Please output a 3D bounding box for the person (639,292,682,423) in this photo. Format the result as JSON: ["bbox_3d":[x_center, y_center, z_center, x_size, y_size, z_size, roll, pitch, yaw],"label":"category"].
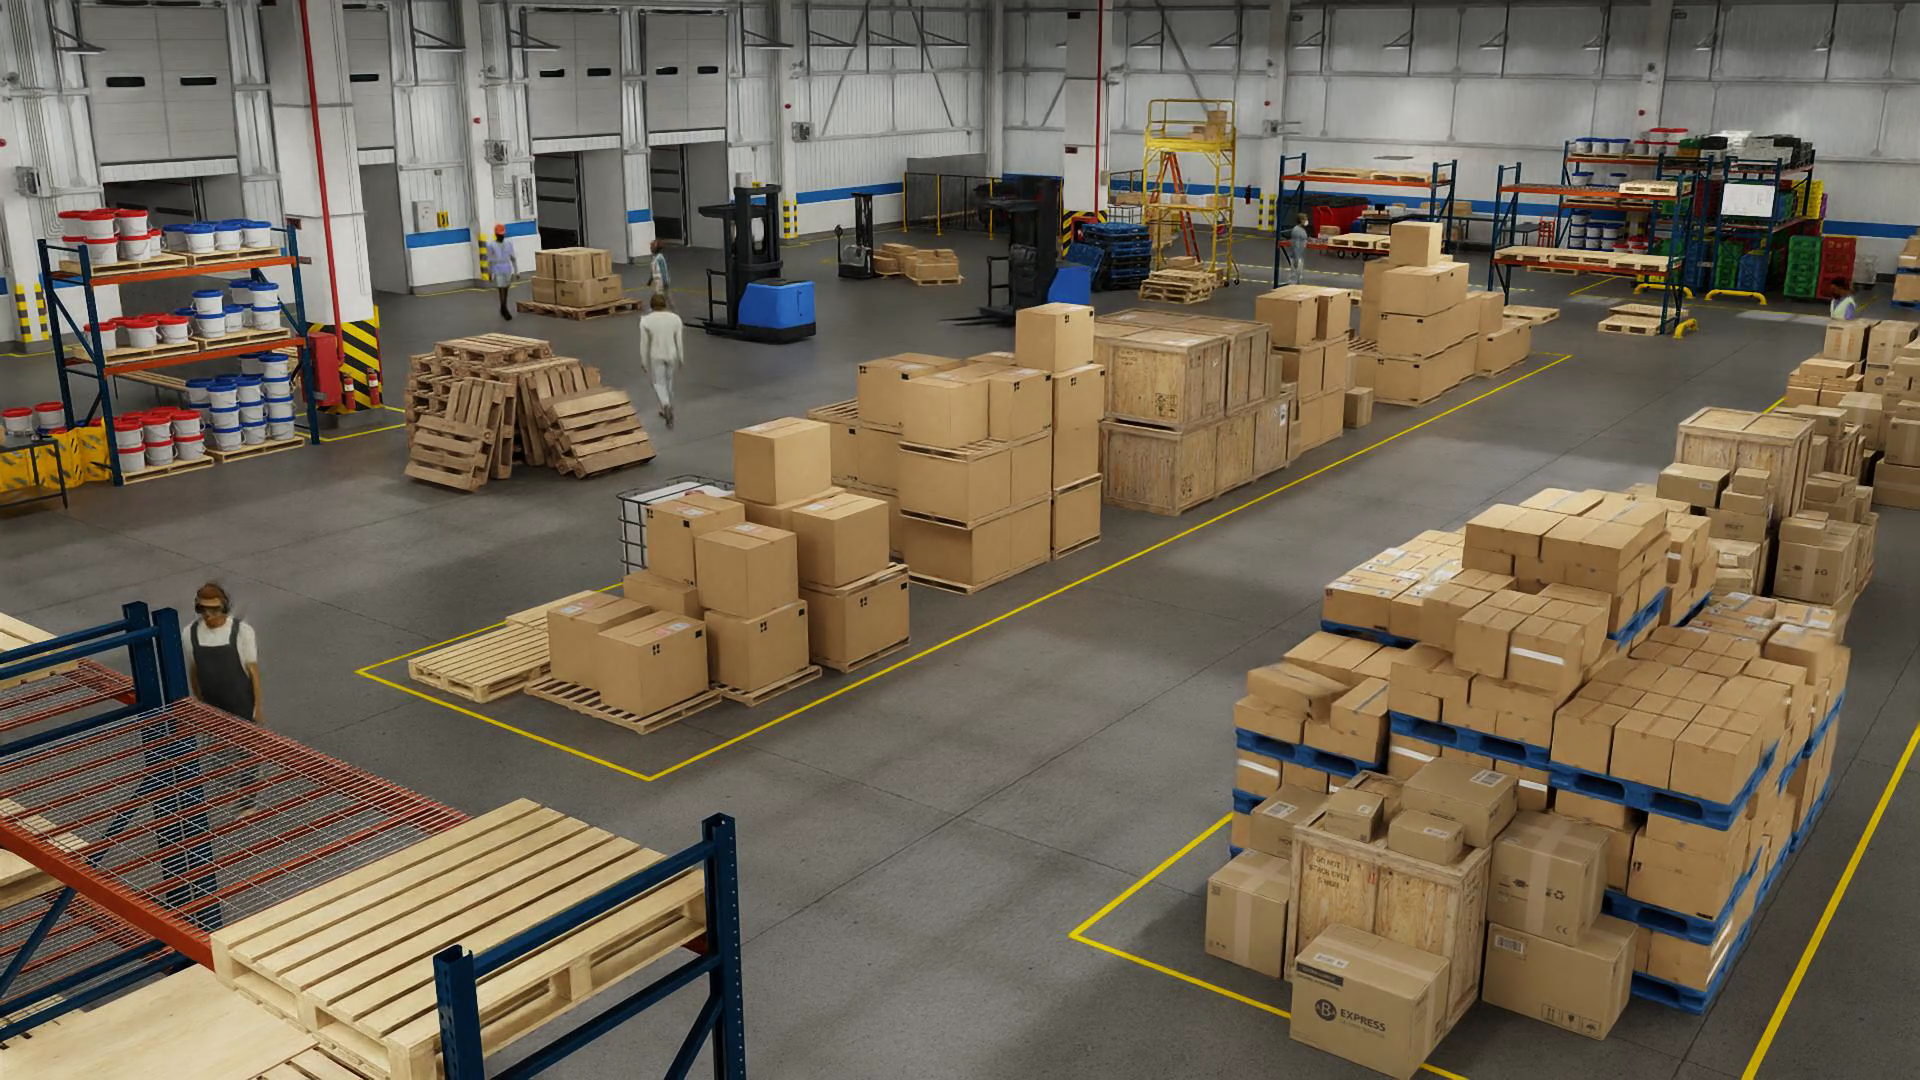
[{"bbox_3d":[-4.307,-2.631,24.150,0.629,1.912,0.779,-8,19,-26],"label":"person"}]

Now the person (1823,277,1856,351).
[{"bbox_3d":[13.644,-3.119,25.817,0.665,1.870,0.713,0,17,-2],"label":"person"}]

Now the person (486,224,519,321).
[{"bbox_3d":[-9.155,-5.379,33.277,0.564,1.892,0.995,-10,19,-29],"label":"person"}]

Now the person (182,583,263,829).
[{"bbox_3d":[-5.146,1.177,11.676,0.515,1.829,0.422,-2,17,-8],"label":"person"}]

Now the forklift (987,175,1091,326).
[{"bbox_3d":[1.573,-5.748,32.807,1.873,2.768,1.129,-9,19,-28],"label":"forklift"}]

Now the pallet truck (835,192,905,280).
[{"bbox_3d":[-1.936,-7.159,38.982,1.885,1.965,0.823,-12,21,-34],"label":"pallet truck"}]

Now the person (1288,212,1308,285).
[{"bbox_3d":[7.085,-5.890,34.882,0.371,1.940,0.627,6,18,20],"label":"person"}]

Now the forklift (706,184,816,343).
[{"bbox_3d":[-3.717,-5.181,30.929,1.873,2.768,1.129,12,21,35],"label":"forklift"}]

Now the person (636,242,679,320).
[{"bbox_3d":[-5.974,-5.074,32.769,0.914,1.585,0.528,-7,18,-21],"label":"person"}]
